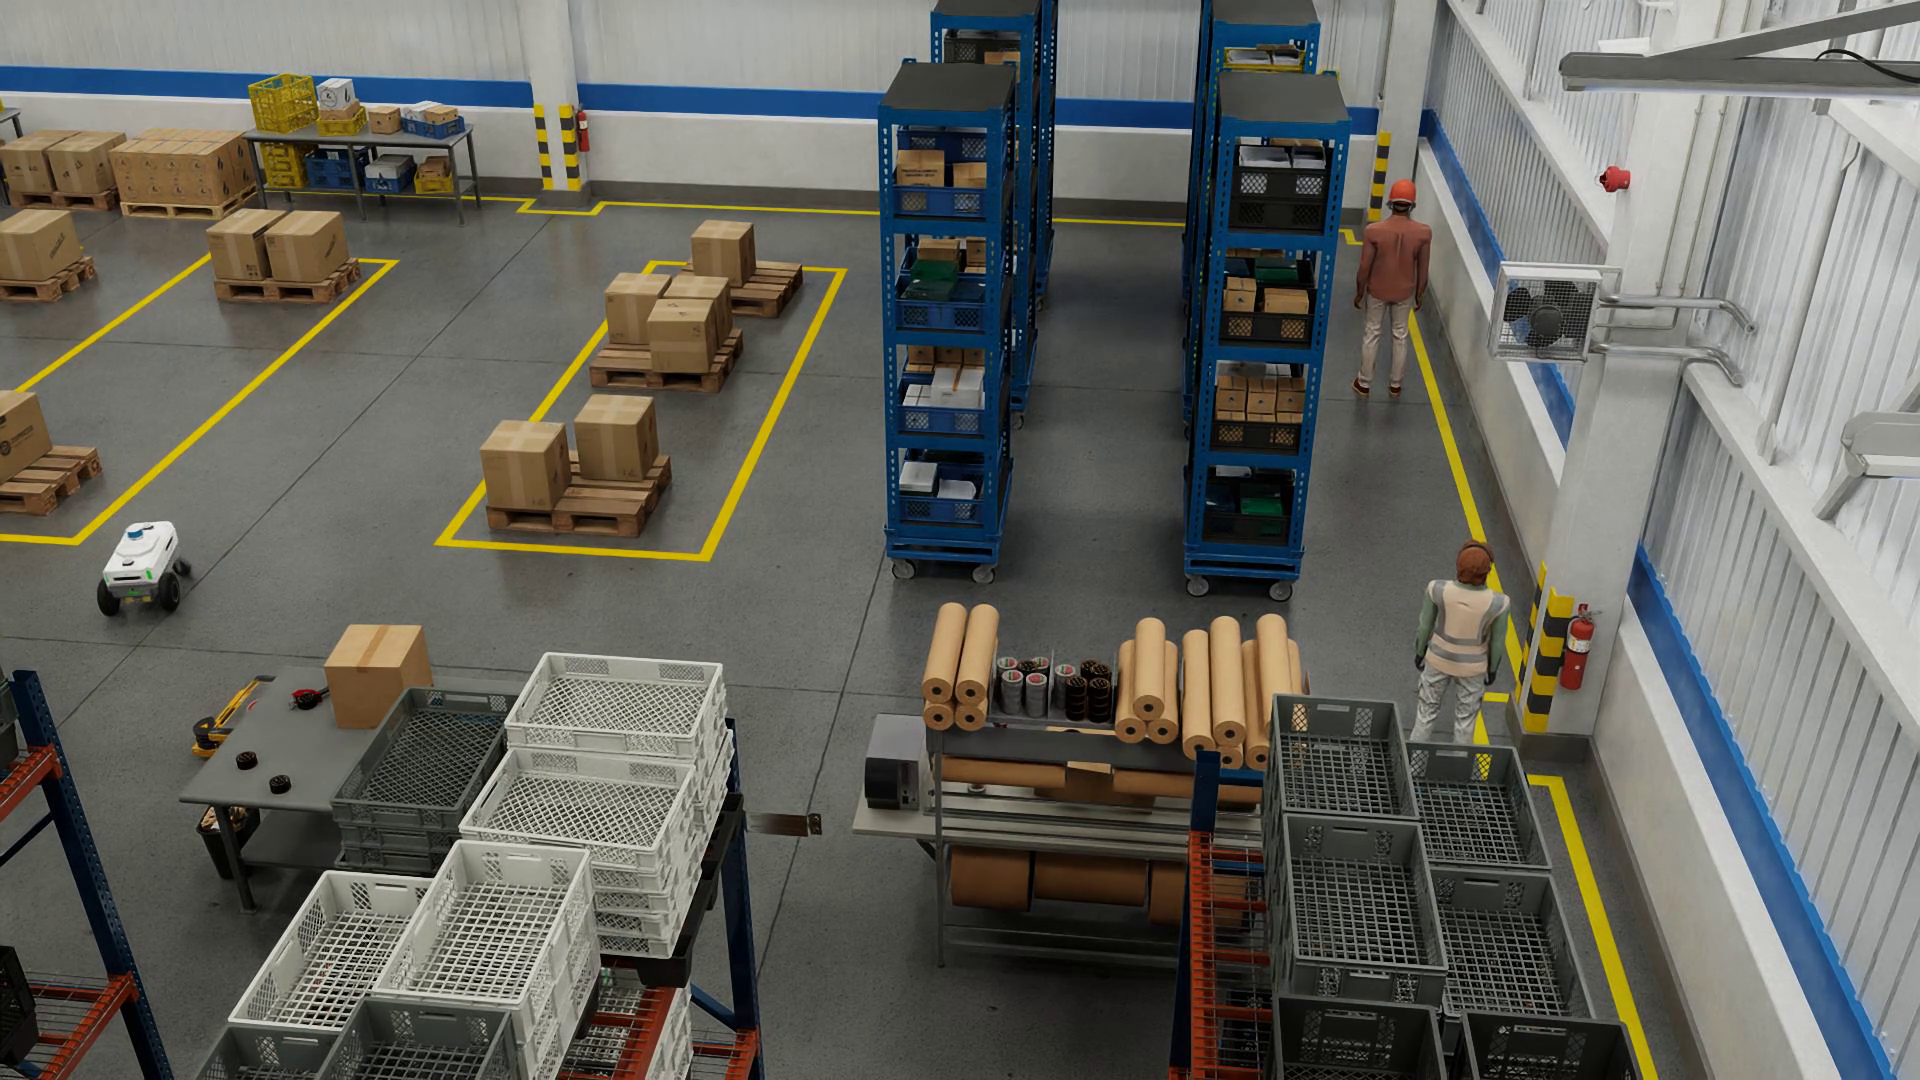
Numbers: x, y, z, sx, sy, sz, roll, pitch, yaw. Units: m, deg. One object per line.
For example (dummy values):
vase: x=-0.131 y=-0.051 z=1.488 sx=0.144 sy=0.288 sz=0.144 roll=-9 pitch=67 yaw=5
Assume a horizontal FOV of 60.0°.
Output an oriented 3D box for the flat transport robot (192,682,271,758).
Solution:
flat transport robot: x=-4.089 y=1.163 z=10.648 sx=1.431 sy=0.197 sz=0.652 roll=3 pitch=30 yaw=6

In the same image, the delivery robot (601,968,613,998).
delivery robot: x=-2.057 y=2.113 z=8.647 sx=0.477 sy=0.478 sz=0.707 roll=-13 pitch=33 yaw=-22

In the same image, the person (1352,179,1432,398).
person: x=3.815 y=-2.222 z=14.762 sx=0.622 sy=1.992 sz=0.396 roll=1 pitch=30 yaw=2

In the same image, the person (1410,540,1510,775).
person: x=2.987 y=0.747 z=10.023 sx=0.517 sy=1.631 sz=0.317 roll=12 pitch=32 yaw=20

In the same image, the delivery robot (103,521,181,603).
delivery robot: x=-5.937 y=0.123 z=12.064 sx=0.477 sy=0.478 sz=0.707 roll=-4 pitch=31 yaw=-7
